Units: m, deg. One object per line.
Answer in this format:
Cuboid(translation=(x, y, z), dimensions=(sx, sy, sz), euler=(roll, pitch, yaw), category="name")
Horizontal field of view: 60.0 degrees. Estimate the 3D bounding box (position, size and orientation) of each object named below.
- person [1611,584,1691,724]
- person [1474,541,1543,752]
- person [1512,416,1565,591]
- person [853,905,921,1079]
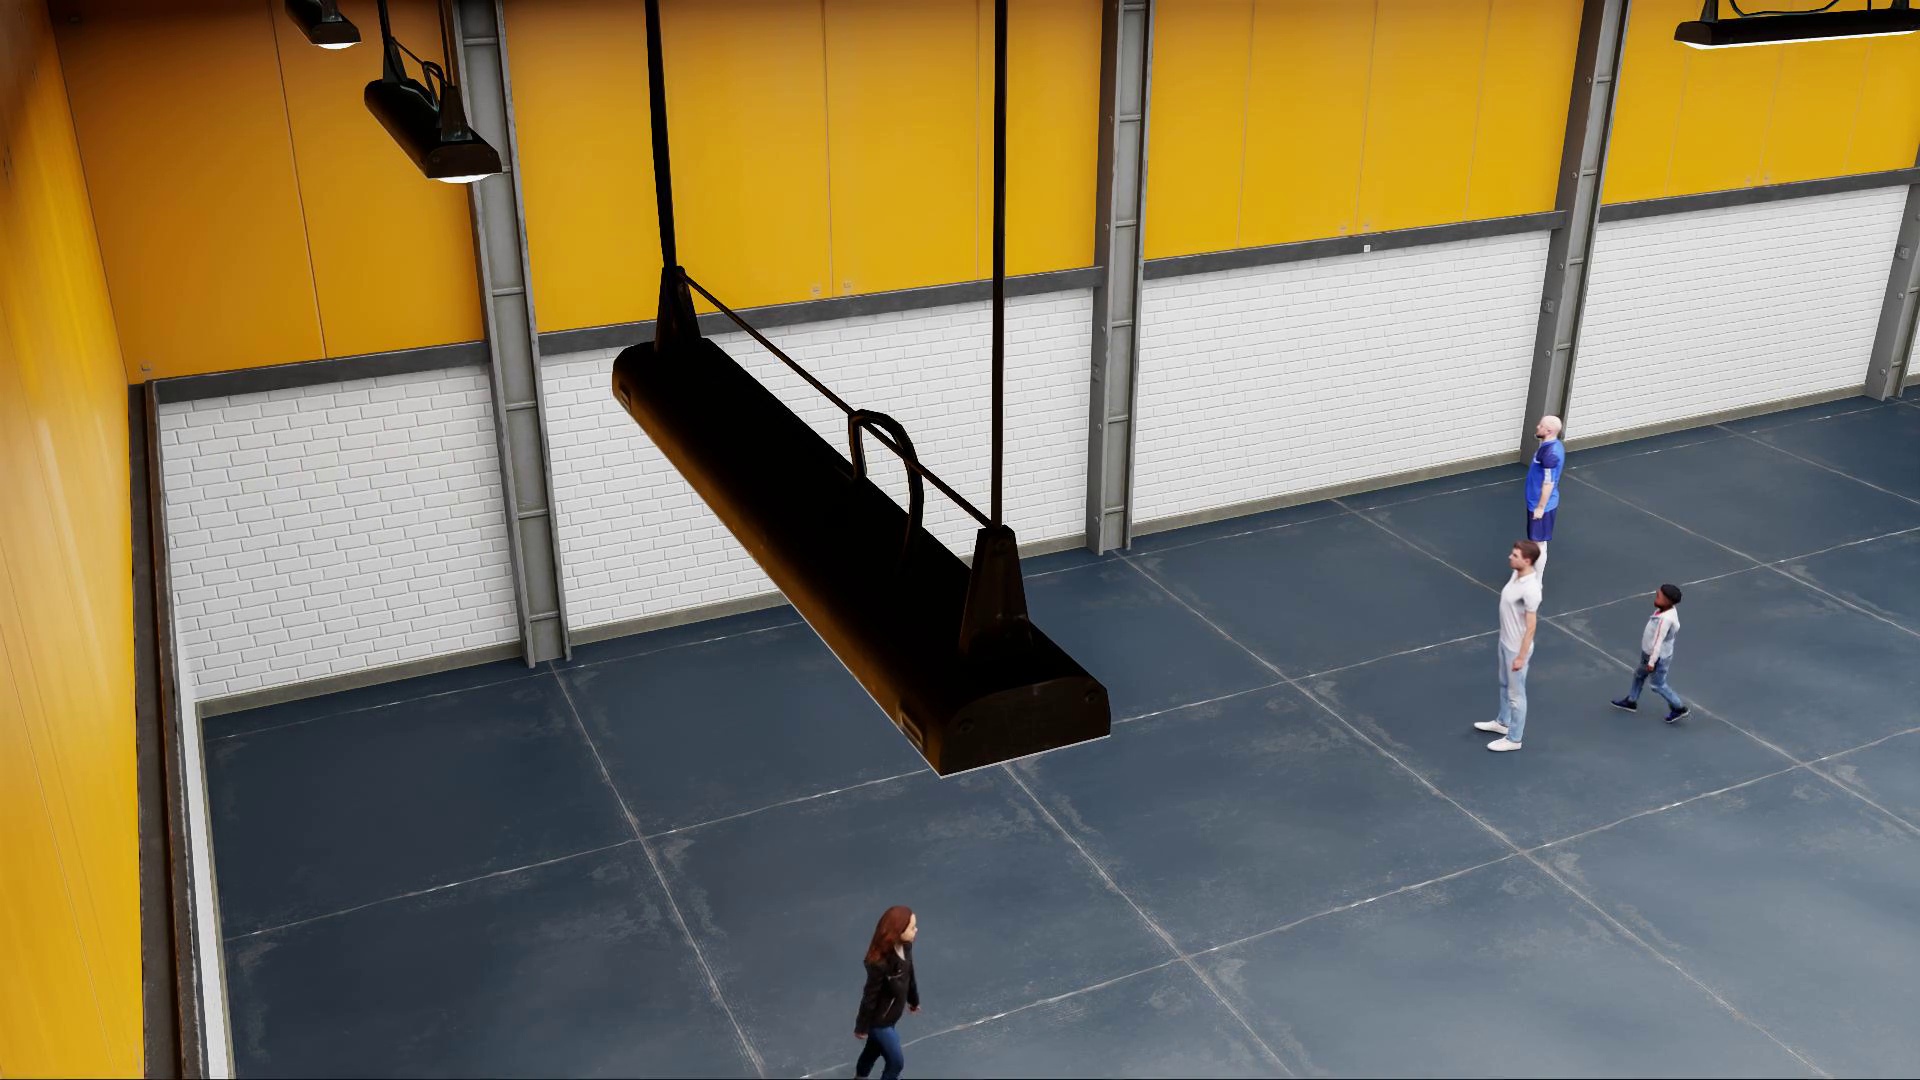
Cuboid(translation=(6.016, 0.975, 14.206), dimensions=(0.859, 1.247, 0.840), euler=(11, 26, 23), category="person")
Cuboid(translation=(4.592, 0.858, 13.722), dimensions=(0.717, 1.850, 0.725), euler=(1, 24, 3), category="person")
Cuboid(translation=(5.779, -0.369, 16.539), dimensions=(0.792, 1.841, 0.742), euler=(7, 25, 16), category="person")
Cuboid(translation=(-0.521, 2.783, 9.820), dimensions=(0.843, 1.448, 0.781), euler=(11, 26, 24), category="person")
